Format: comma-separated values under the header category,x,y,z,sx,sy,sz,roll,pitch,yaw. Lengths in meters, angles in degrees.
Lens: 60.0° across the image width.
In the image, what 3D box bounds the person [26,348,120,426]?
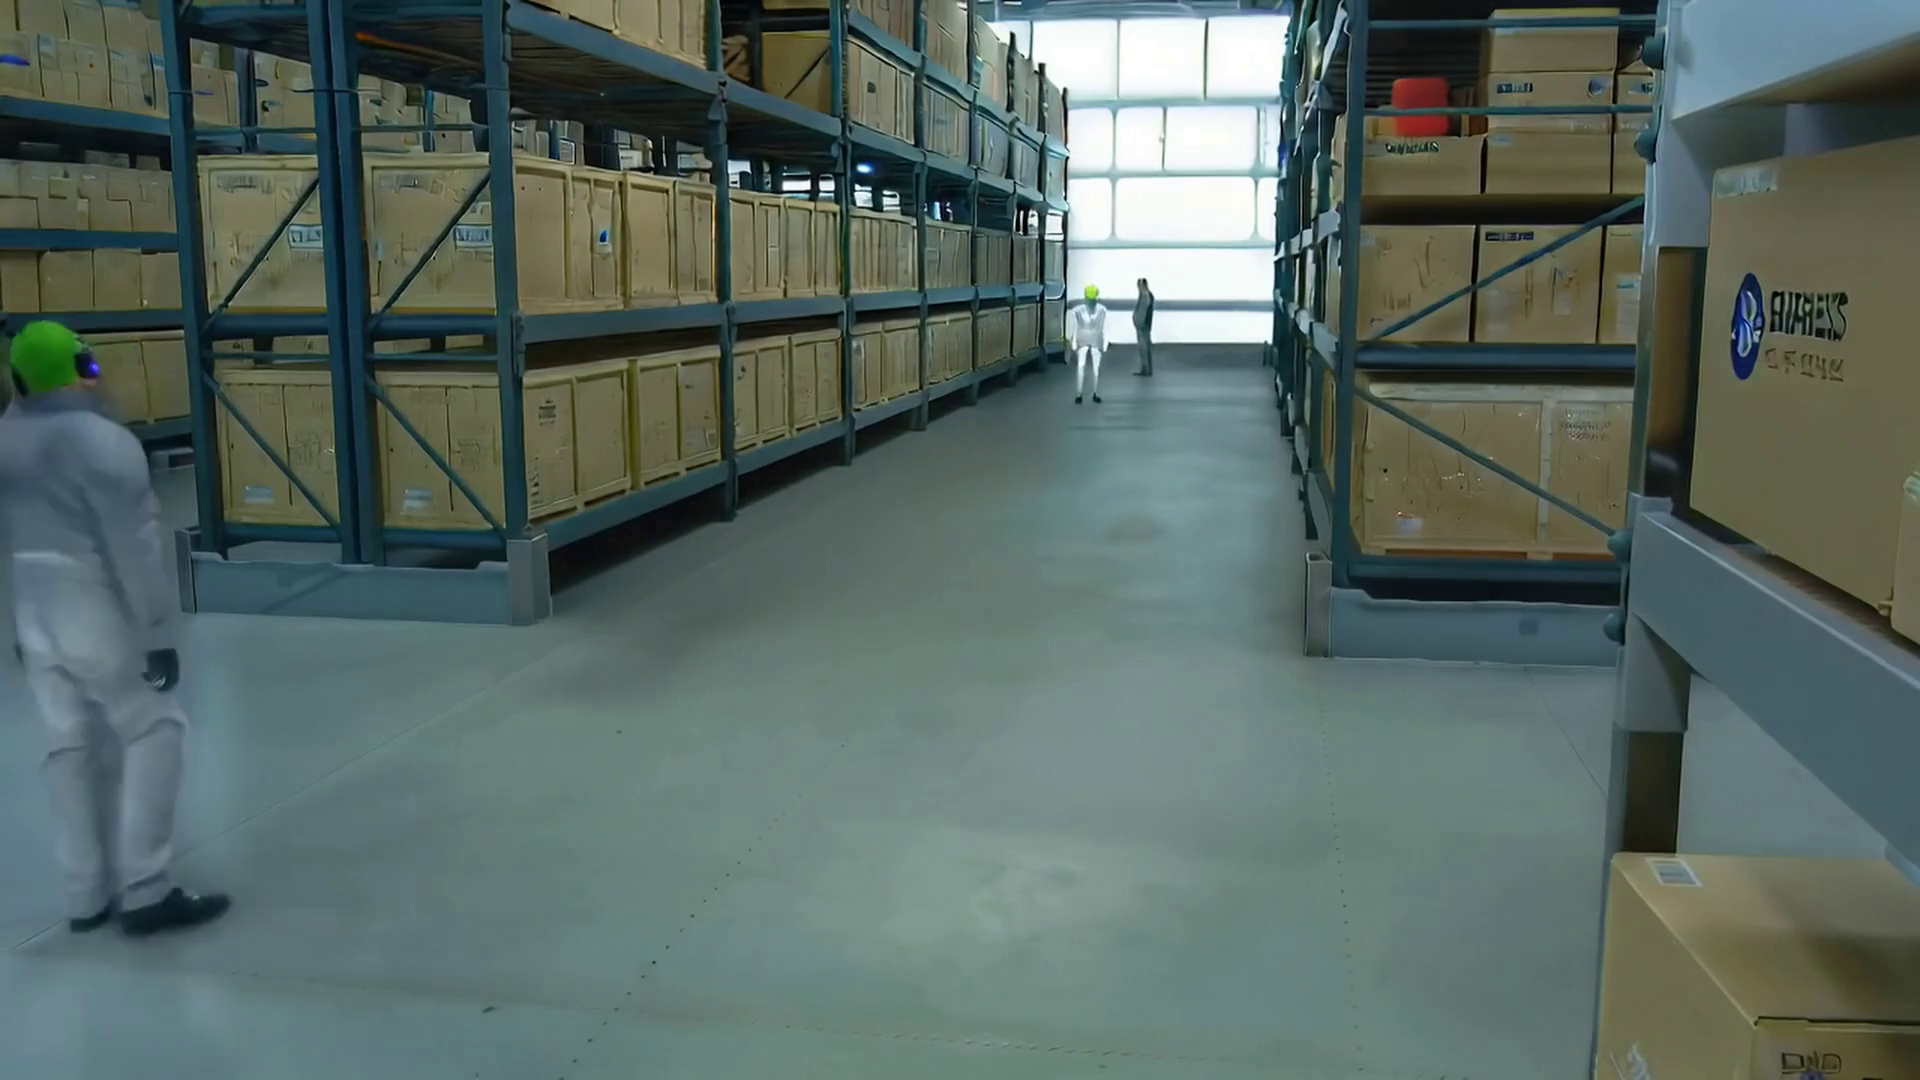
category,x,y,z,sx,sy,sz,roll,pitch,yaw
person,-5.360,-0.381,10.052,0.518,1.591,0.856,-2,9,-15

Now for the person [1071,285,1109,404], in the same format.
category,x,y,z,sx,sy,sz,roll,pitch,yaw
person,2.002,-2.996,25.552,0.588,1.822,0.403,-1,9,-7

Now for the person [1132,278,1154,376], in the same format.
category,x,y,z,sx,sy,sz,roll,pitch,yaw
person,3.574,-4.159,32.552,0.398,1.900,0.636,3,10,18

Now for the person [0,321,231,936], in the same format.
category,x,y,z,sx,sy,sz,roll,pitch,yaw
person,-2.671,0.270,5.144,0.729,1.876,0.401,3,10,18
